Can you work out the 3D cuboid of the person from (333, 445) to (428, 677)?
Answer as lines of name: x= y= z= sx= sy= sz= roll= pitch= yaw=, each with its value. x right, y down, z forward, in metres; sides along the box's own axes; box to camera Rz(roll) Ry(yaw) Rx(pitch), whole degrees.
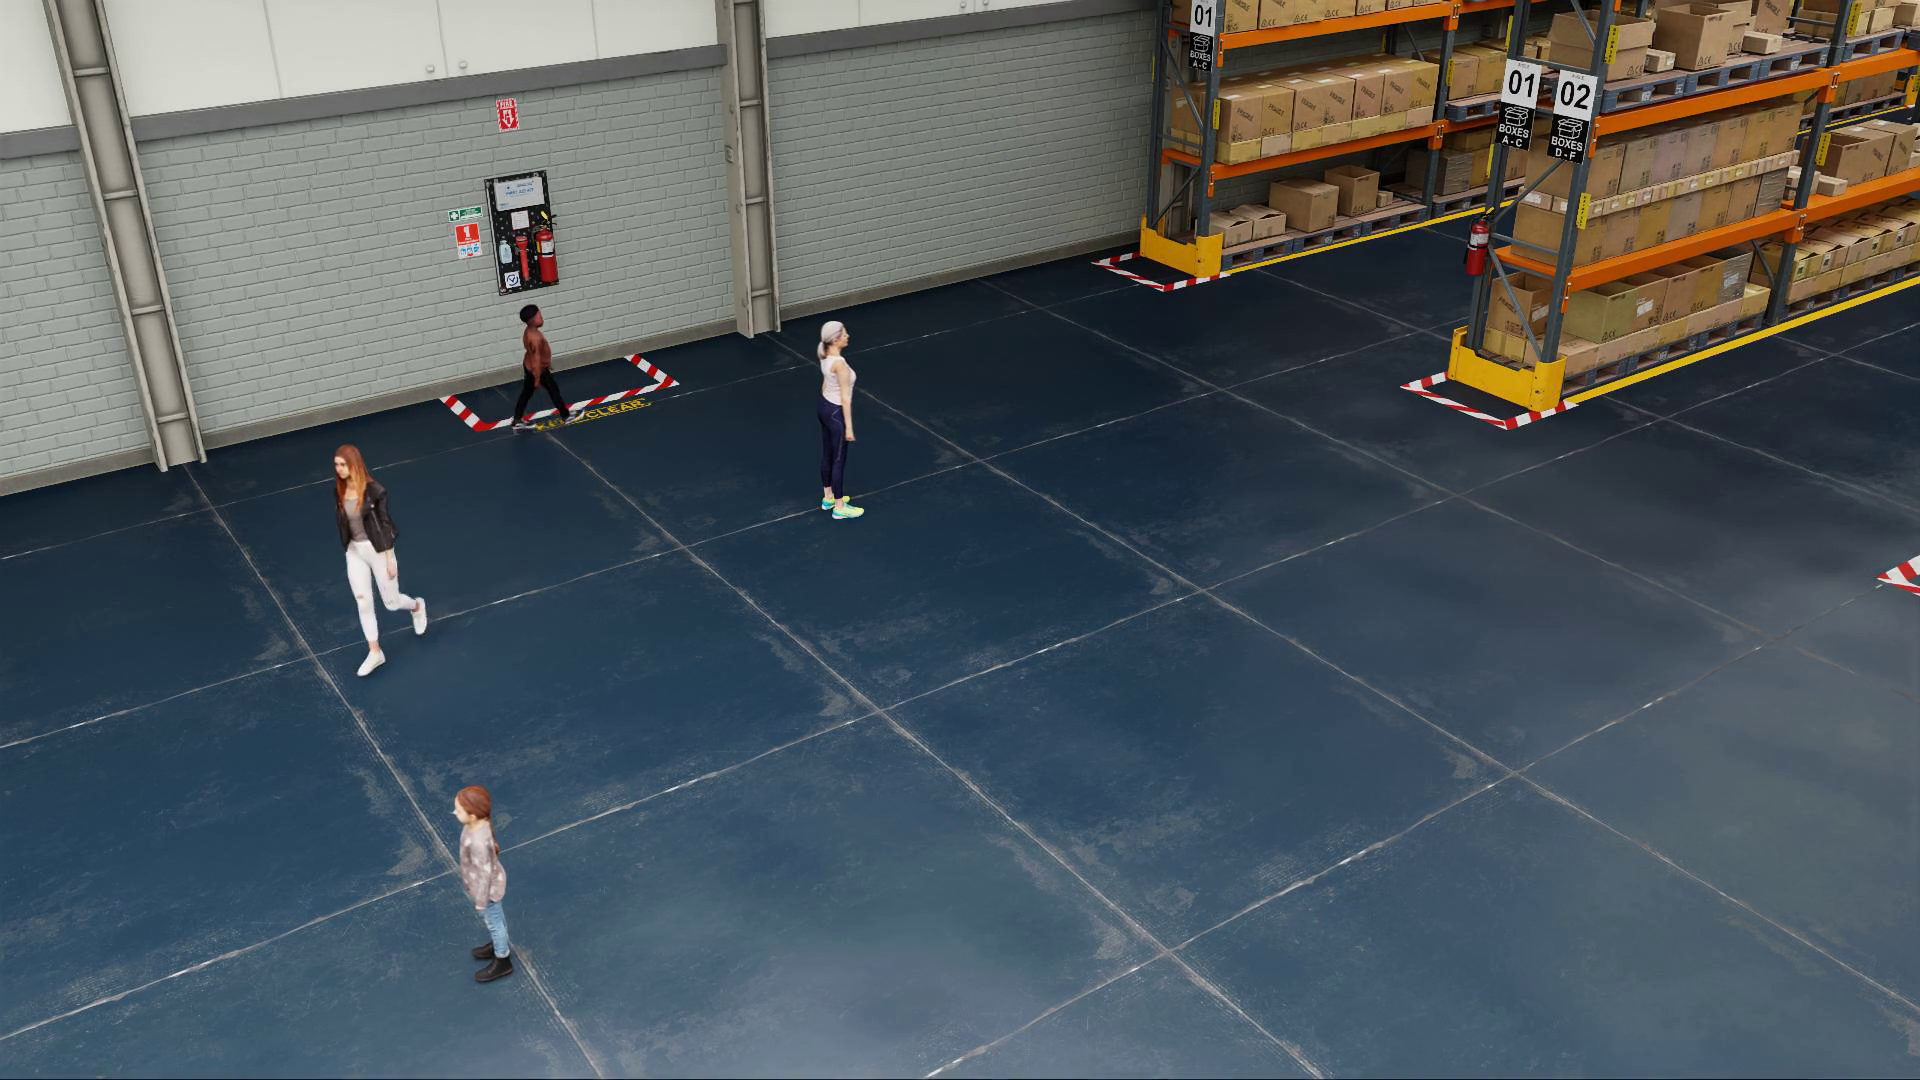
person: x=-4.126 y=0.091 z=11.774 sx=0.954 sy=1.689 sz=1.038 roll=7 pitch=28 yaw=13

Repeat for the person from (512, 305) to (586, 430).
person: x=-4.018 y=-1.581 z=15.533 sx=0.933 sy=1.219 sz=0.596 roll=-14 pitch=30 yaw=-25

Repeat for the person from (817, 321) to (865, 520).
person: x=-1.054 y=-1.021 z=13.919 sx=0.584 sy=1.701 sz=0.629 roll=-13 pitch=30 yaw=-23

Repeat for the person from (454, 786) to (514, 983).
person: x=-2.550 y=1.825 z=8.947 sx=0.547 sy=1.194 sz=0.534 roll=-7 pitch=28 yaw=-14
